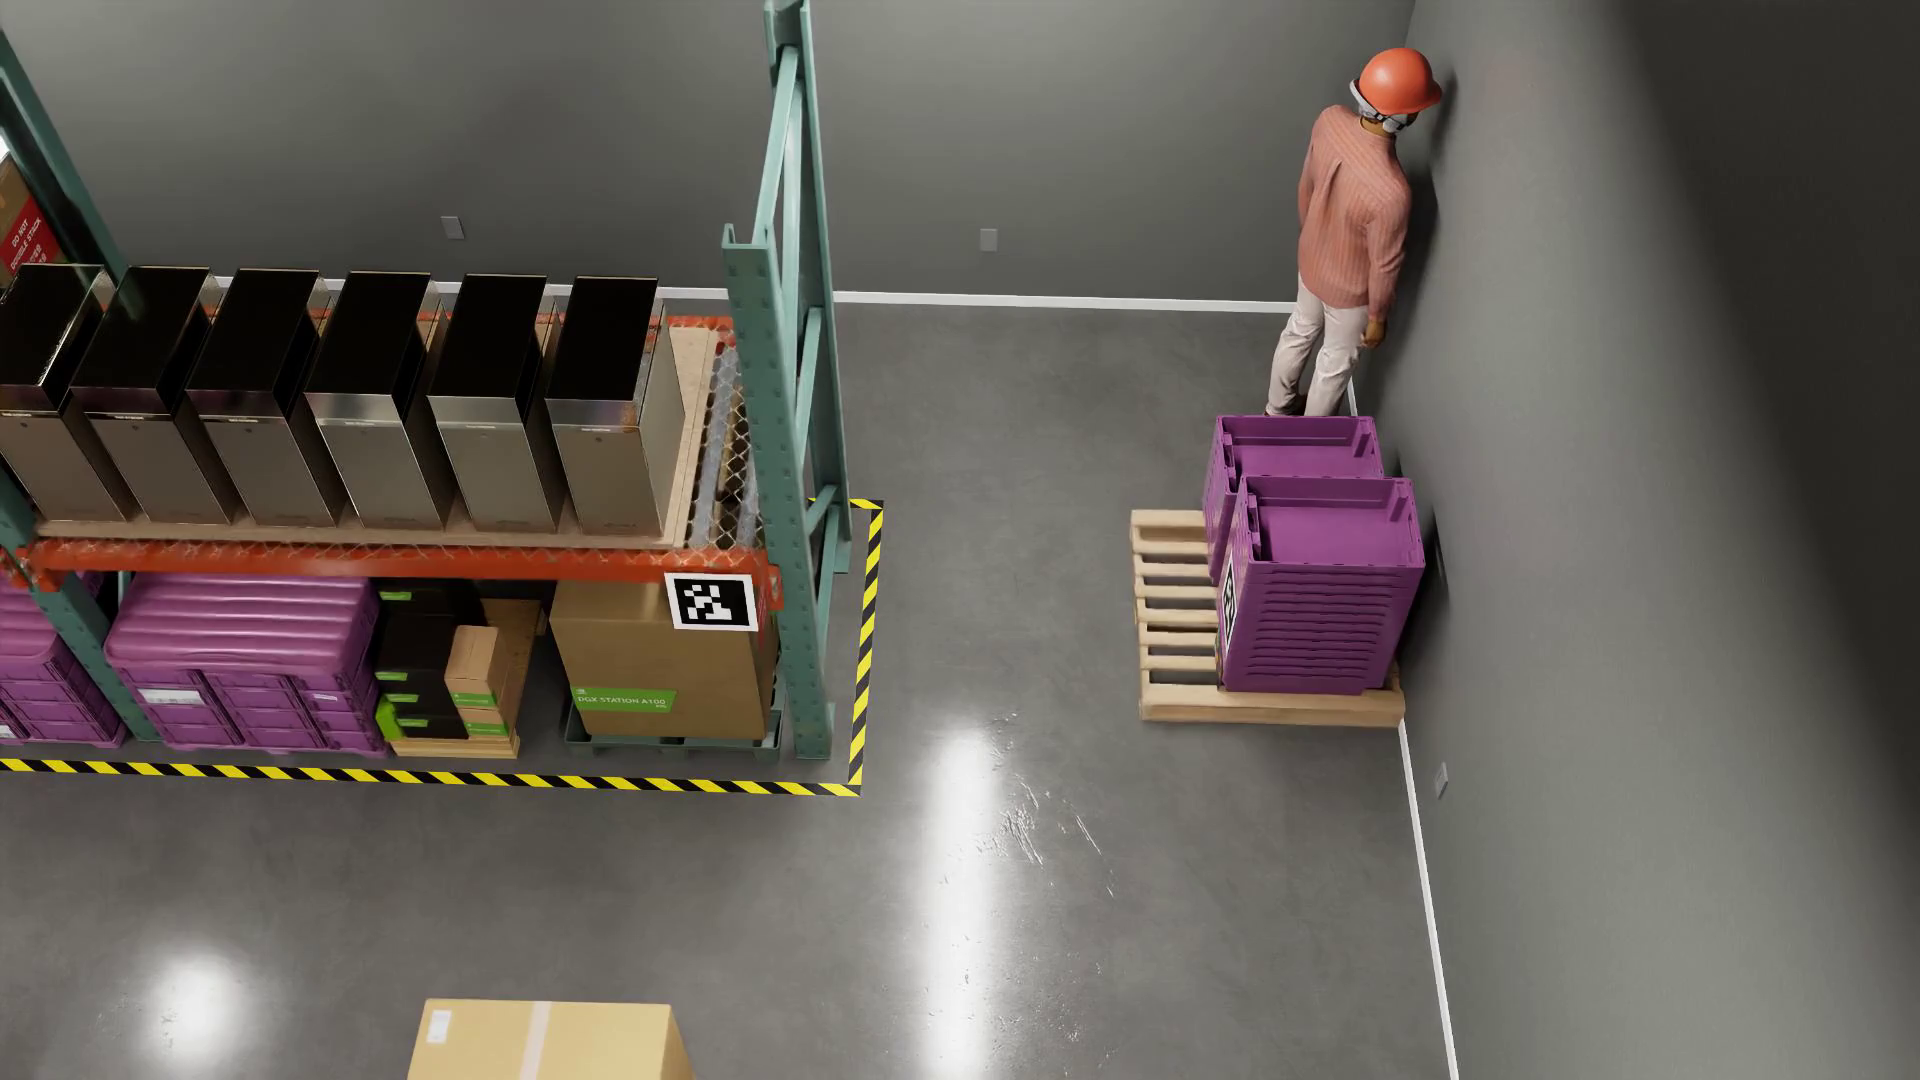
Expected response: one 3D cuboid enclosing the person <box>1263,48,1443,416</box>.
[{"bbox_3d":[1.508,-1.051,6.485,0.381,1.994,0.621,-18,54,-13],"label":"person"}]
